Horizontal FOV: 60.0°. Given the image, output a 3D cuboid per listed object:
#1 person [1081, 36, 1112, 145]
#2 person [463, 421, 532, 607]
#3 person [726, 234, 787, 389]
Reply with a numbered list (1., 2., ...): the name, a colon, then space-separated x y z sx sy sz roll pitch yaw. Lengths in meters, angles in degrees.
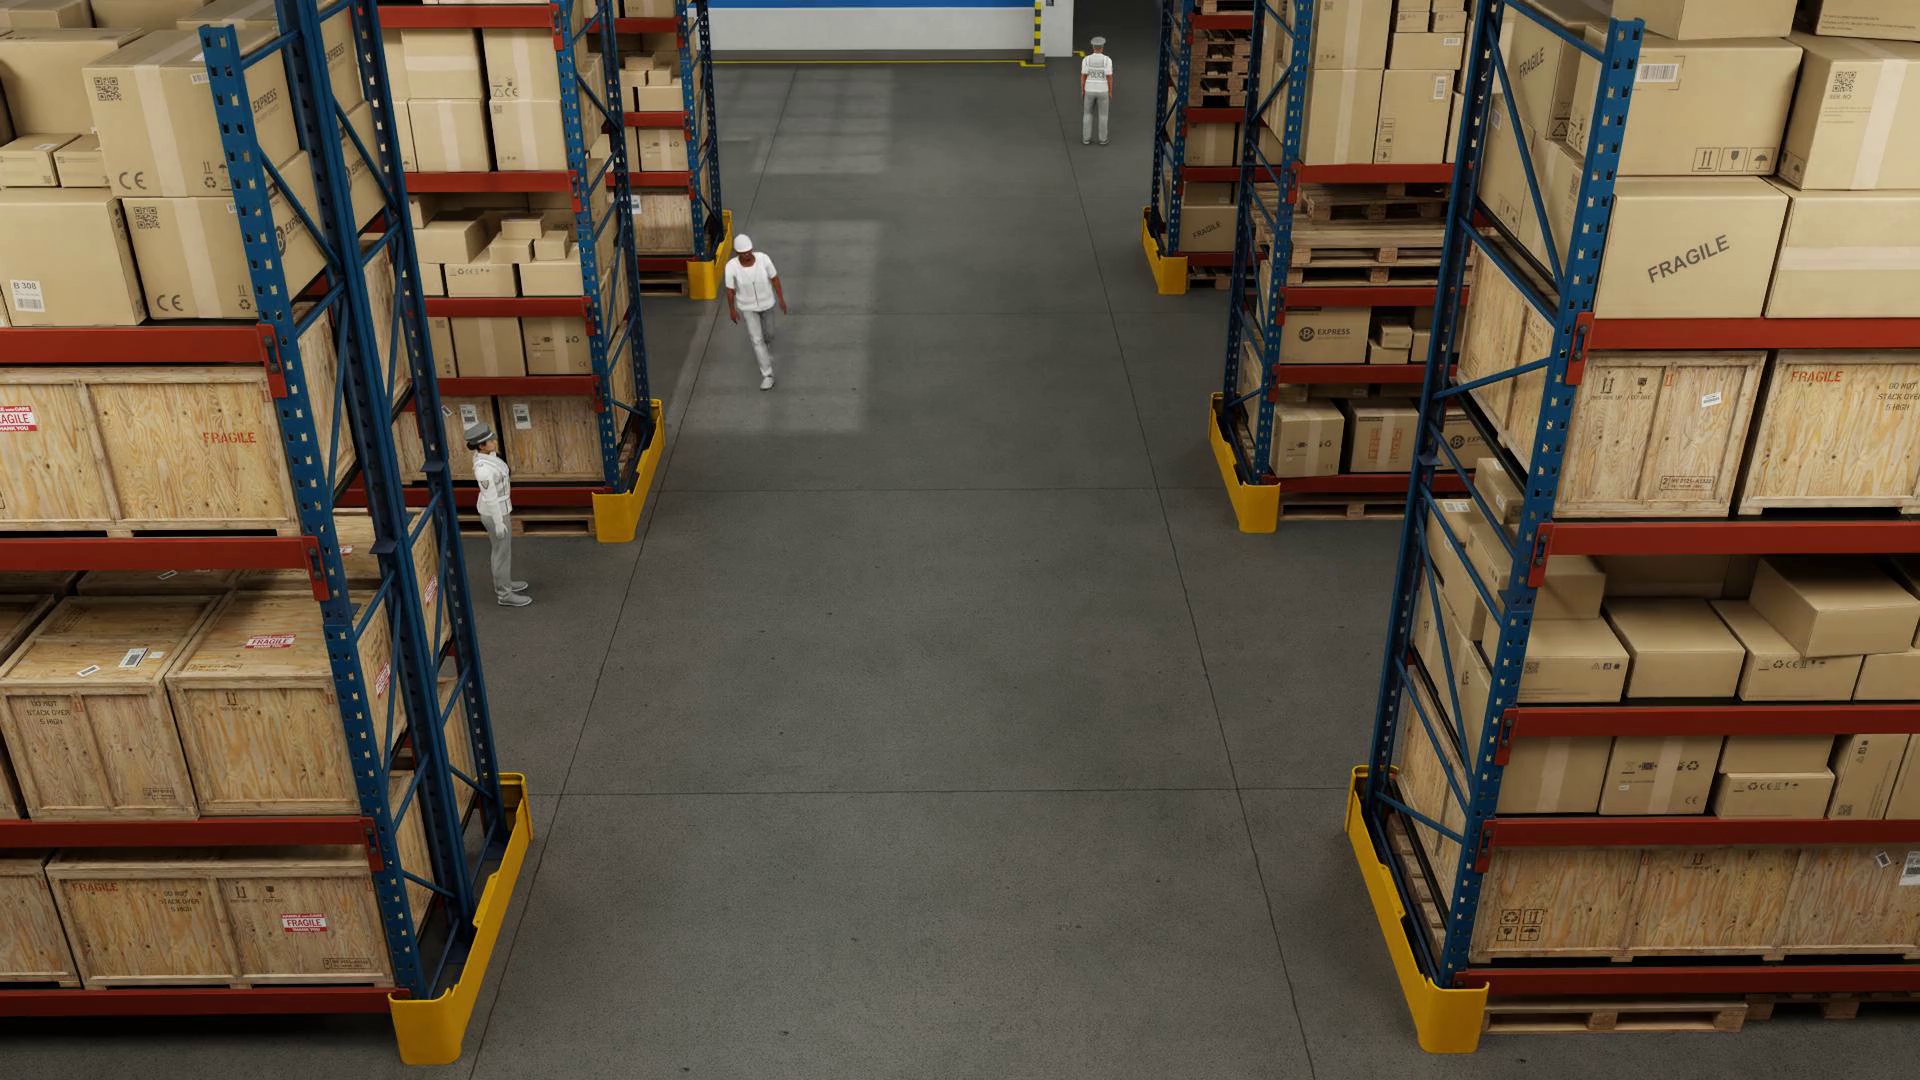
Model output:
1. person: 2.300 -7.549 27.940 0.529 1.771 0.414 5 29 9
2. person: -4.019 -0.239 14.434 0.364 1.693 0.459 -9 29 -15
3. person: -2.313 -2.680 18.934 0.669 1.730 0.984 -7 29 -13
